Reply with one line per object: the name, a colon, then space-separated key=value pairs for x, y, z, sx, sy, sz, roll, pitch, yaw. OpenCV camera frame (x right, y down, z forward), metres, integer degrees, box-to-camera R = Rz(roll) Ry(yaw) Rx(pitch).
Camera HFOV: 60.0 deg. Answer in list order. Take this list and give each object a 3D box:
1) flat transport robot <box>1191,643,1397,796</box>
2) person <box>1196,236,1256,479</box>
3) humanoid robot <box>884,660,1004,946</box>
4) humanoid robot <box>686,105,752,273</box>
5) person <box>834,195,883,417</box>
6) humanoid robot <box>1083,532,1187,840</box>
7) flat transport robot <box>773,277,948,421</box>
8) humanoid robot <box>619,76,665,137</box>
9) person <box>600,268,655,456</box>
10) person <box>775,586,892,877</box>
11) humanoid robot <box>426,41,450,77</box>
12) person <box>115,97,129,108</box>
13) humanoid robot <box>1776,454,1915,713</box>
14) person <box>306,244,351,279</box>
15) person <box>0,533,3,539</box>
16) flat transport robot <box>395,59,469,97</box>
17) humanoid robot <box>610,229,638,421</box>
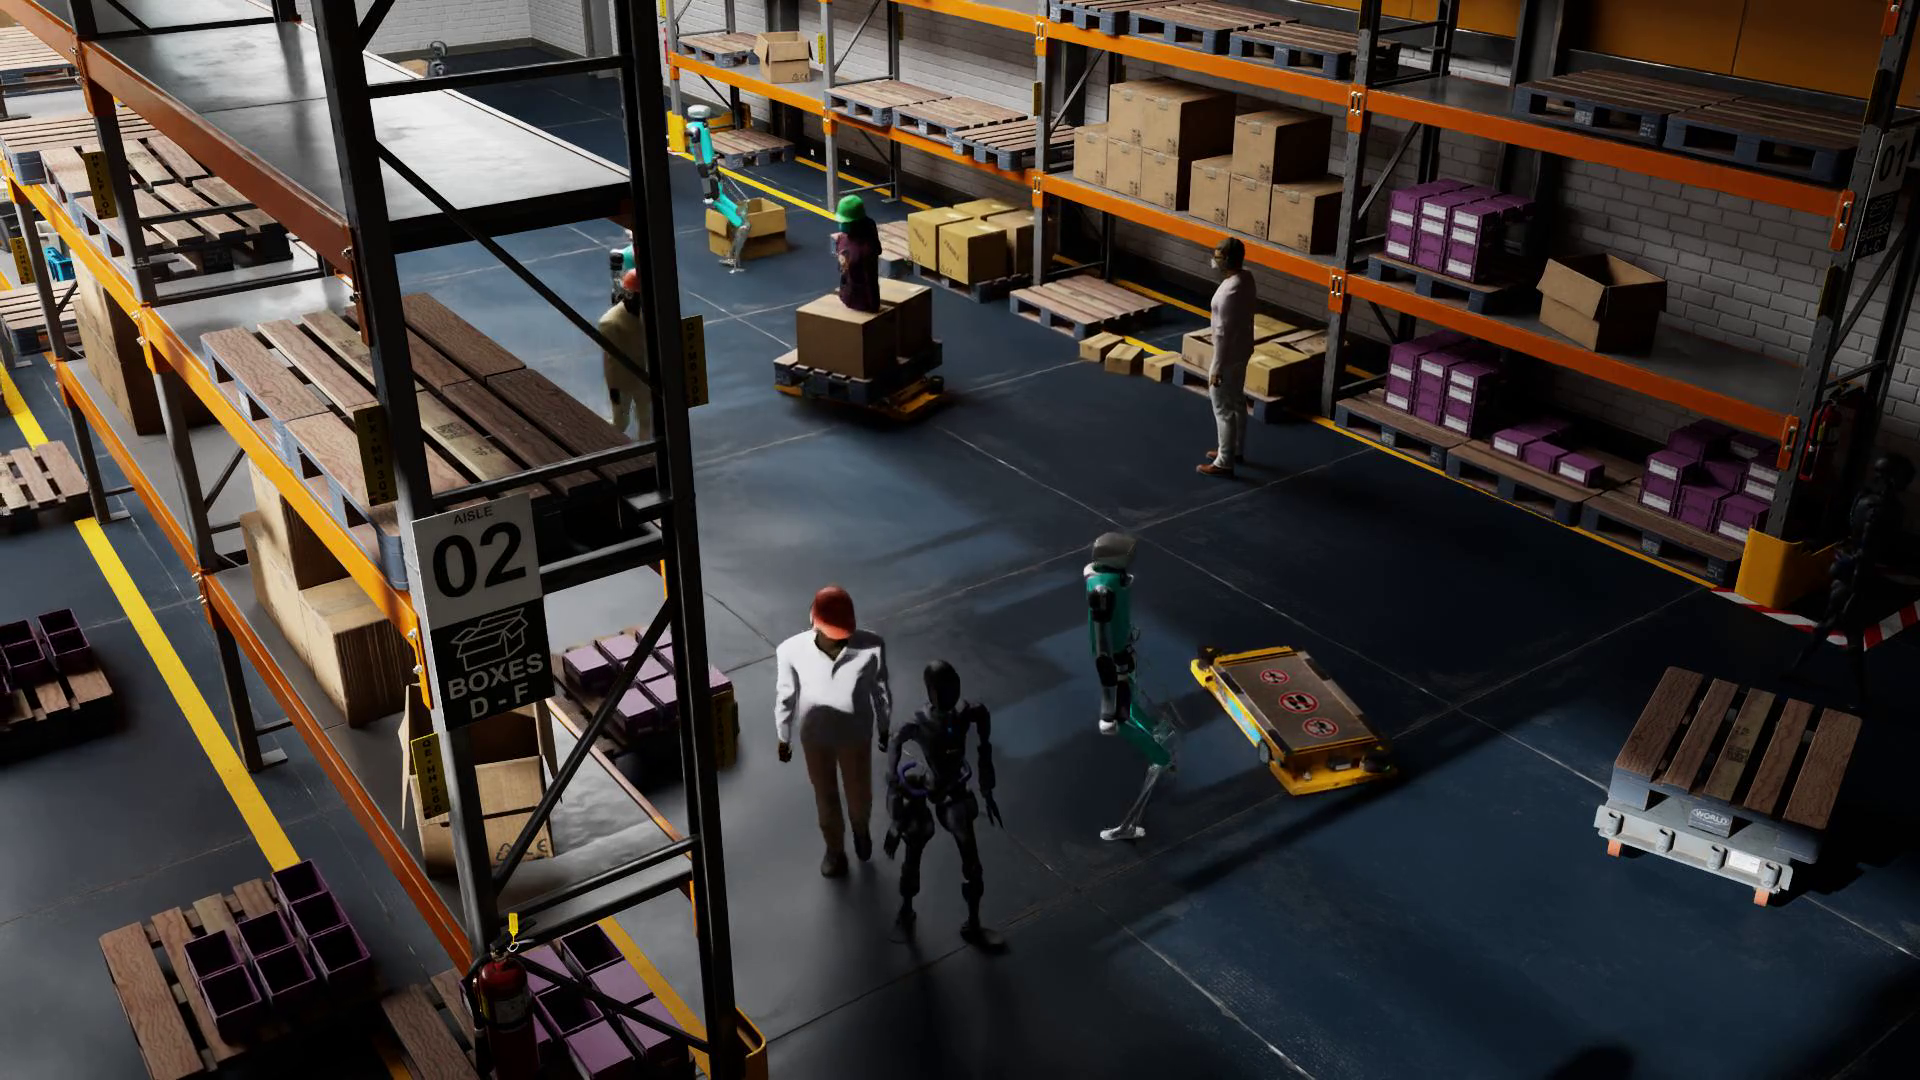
flat transport robot: x=1.971 y=1.022 z=9.954 sx=0.659 sy=0.231 sz=1.431 roll=-8 pitch=28 yaw=-15
person: x=2.096 y=-1.420 z=12.972 sx=0.372 sy=1.932 sz=0.632 roll=11 pitch=29 yaw=20
humanoid robot: x=-0.097 y=1.245 z=7.965 sx=0.600 sy=1.636 sz=0.477 roll=-13 pitch=29 yaw=-23
humanoid robot: x=-2.486 y=-3.743 z=17.812 sx=0.798 sy=1.795 sz=0.561 roll=1 pitch=27 yaw=1
person: x=-0.880 y=-2.002 z=14.116 sx=0.476 sy=1.934 sz=0.547 roll=-20 pitch=33 yaw=-35
humanoid robot: x=0.967 y=0.831 z=8.749 sx=0.699 sy=1.826 sz=0.531 roll=5 pitch=27 yaw=9
flat transport robot: x=-0.879 y=-1.372 z=14.716 sx=1.431 sy=0.231 sz=0.659 roll=15 pitch=31 yaw=28
humanoid robot: x=-3.906 y=-5.055 z=20.397 sx=0.549 sy=1.716 sz=1.001 roll=-11 pitch=29 yaw=-21
person: x=-2.602 y=-1.294 z=12.952 sx=0.686 sy=1.710 sz=0.580 roll=17 pitch=31 yaw=30
person: x=-0.639 y=0.975 z=8.421 sx=0.586 sy=1.724 sz=0.430 roll=0 pitch=27 yaw=0
humanoid robot: x=-6.734 y=-5.668 z=21.712 sx=0.660 sy=1.628 sz=0.611 roll=-13 pitch=30 yaw=-24
person: x=-10.678 y=-5.501 z=21.010 sx=0.609 sy=1.995 sz=0.376 roll=5 pitch=27 yaw=9
humanoid robot: x=5.431 y=0.239 z=9.973 sx=0.708 sy=1.634 sz=0.587 roll=16 pitch=31 yaw=29
person: x=-5.774 y=-2.461 z=15.400 sx=0.593 sy=1.598 sz=0.730 roll=-4 pitch=27 yaw=-7
person: x=-6.390 y=-0.031 z=10.291 sx=0.922 sy=1.857 sz=0.693 roll=15 pitch=30 yaw=27
flat transport robot: x=-7.743 y=-5.939 z=23.800 sx=0.659 sy=0.231 sz=1.431 roll=1 pitch=27 yaw=2
humanoid robot: x=-2.659 y=-1.852 z=14.044 sx=0.556 sy=1.765 sz=0.786 roll=-6 pitch=27 yaw=-12
